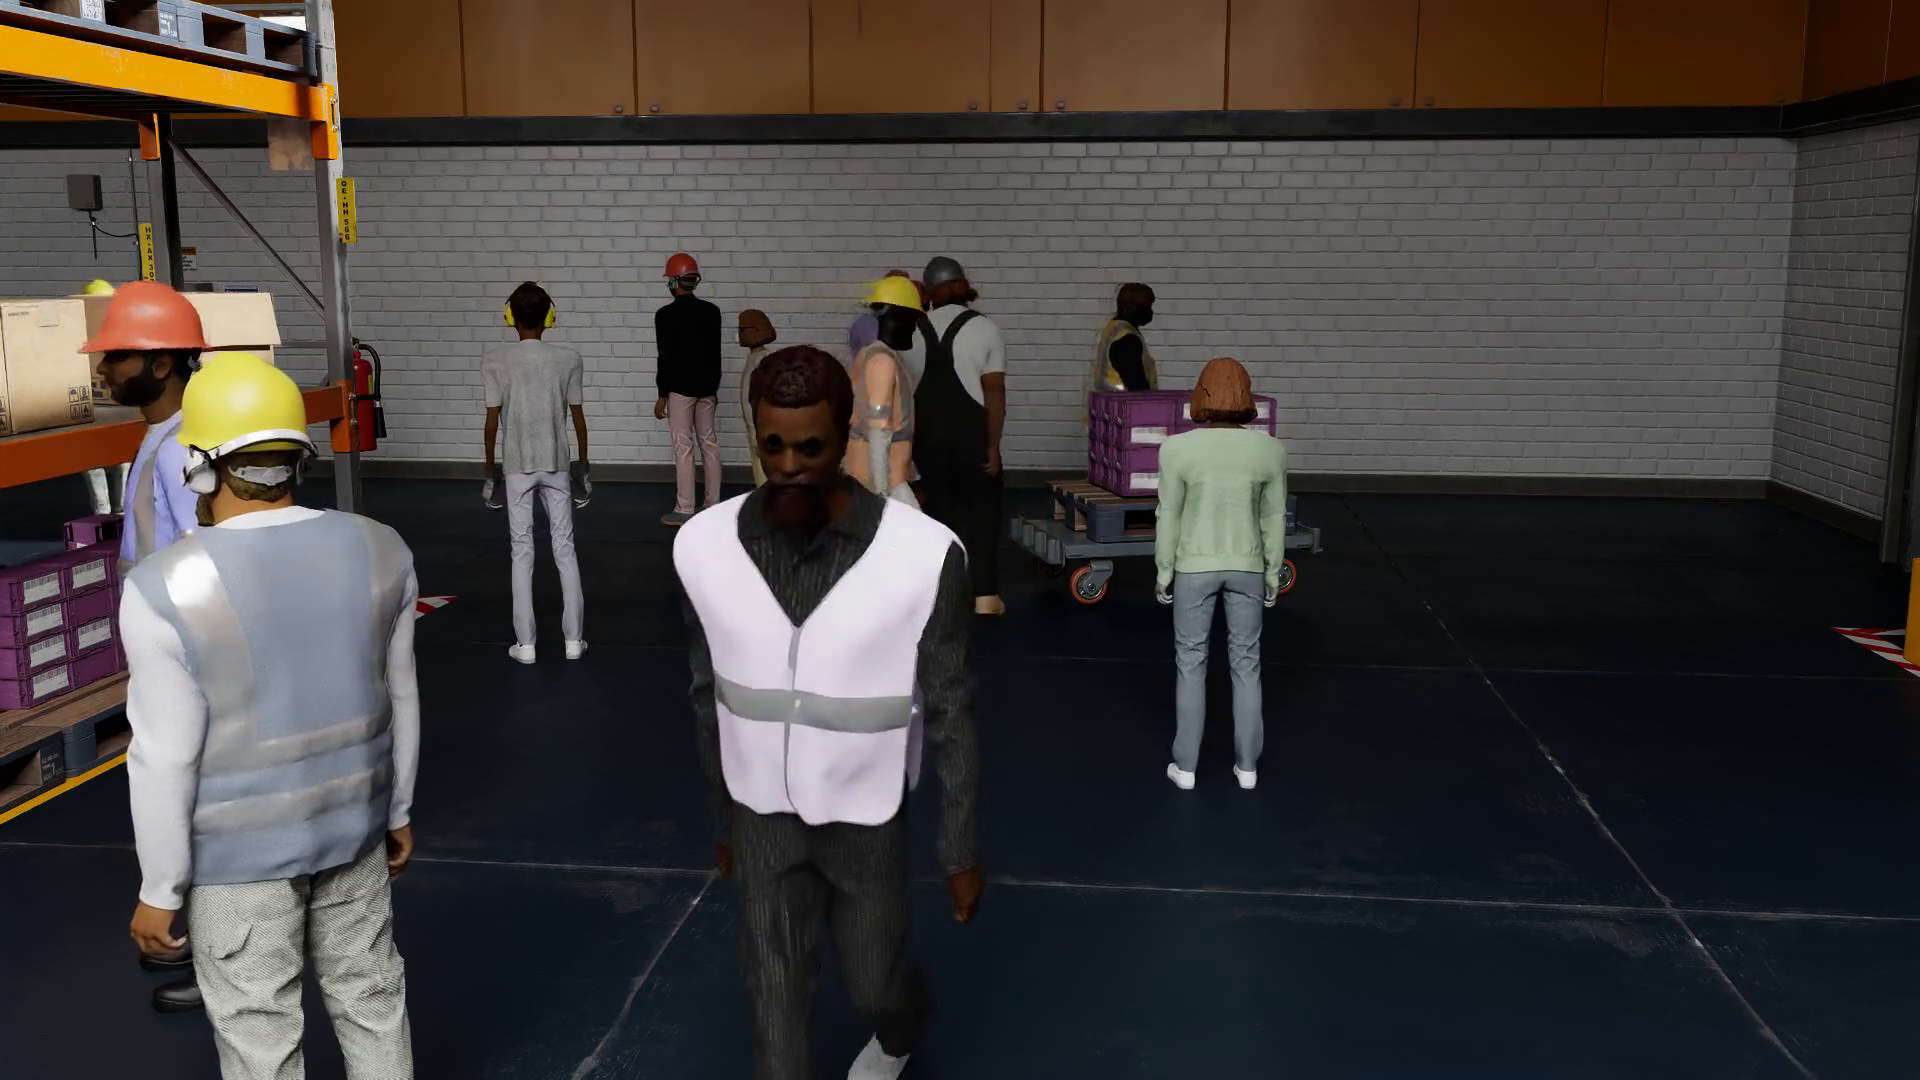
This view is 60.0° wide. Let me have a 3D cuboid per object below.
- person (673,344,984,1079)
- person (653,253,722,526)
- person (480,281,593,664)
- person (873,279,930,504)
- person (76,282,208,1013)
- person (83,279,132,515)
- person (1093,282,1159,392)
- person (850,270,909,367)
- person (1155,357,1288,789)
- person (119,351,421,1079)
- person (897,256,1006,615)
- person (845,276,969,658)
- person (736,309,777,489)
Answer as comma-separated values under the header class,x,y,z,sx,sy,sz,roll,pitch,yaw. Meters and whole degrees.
class,x,y,z,sx,sy,sz,roll,pitch,yaw
person,-0.232,0.519,3.386,0.604,1.869,0.864,2,10,10
person,-2.004,-1.100,12.237,0.384,1.996,0.610,8,13,39
person,-2.080,-0.326,8.172,0.534,1.868,0.310,-4,11,-20
person,-0.297,-0.564,9.567,0.740,1.845,0.570,-8,13,-39
person,-2.096,0.288,4.459,0.371,1.936,0.556,-5,11,-28
person,-5.840,-0.868,11.406,0.623,1.816,0.462,-5,11,-29
person,1.116,-0.781,10.951,0.571,1.810,0.641,1,10,4
person,-0.412,-0.957,11.759,0.679,1.868,0.905,4,11,19
person,0.976,0.132,6.251,0.494,1.624,0.286,-1,10,-6
person,-1.314,0.559,3.204,0.403,1.835,0.586,7,12,36
person,-0.054,-0.584,9.153,0.703,2.000,0.593,4,11,19
person,-0.252,-0.310,8.006,0.699,1.891,0.601,-2,10,-11
person,-1.328,-0.701,10.988,0.282,1.633,0.501,-2,10,-14
